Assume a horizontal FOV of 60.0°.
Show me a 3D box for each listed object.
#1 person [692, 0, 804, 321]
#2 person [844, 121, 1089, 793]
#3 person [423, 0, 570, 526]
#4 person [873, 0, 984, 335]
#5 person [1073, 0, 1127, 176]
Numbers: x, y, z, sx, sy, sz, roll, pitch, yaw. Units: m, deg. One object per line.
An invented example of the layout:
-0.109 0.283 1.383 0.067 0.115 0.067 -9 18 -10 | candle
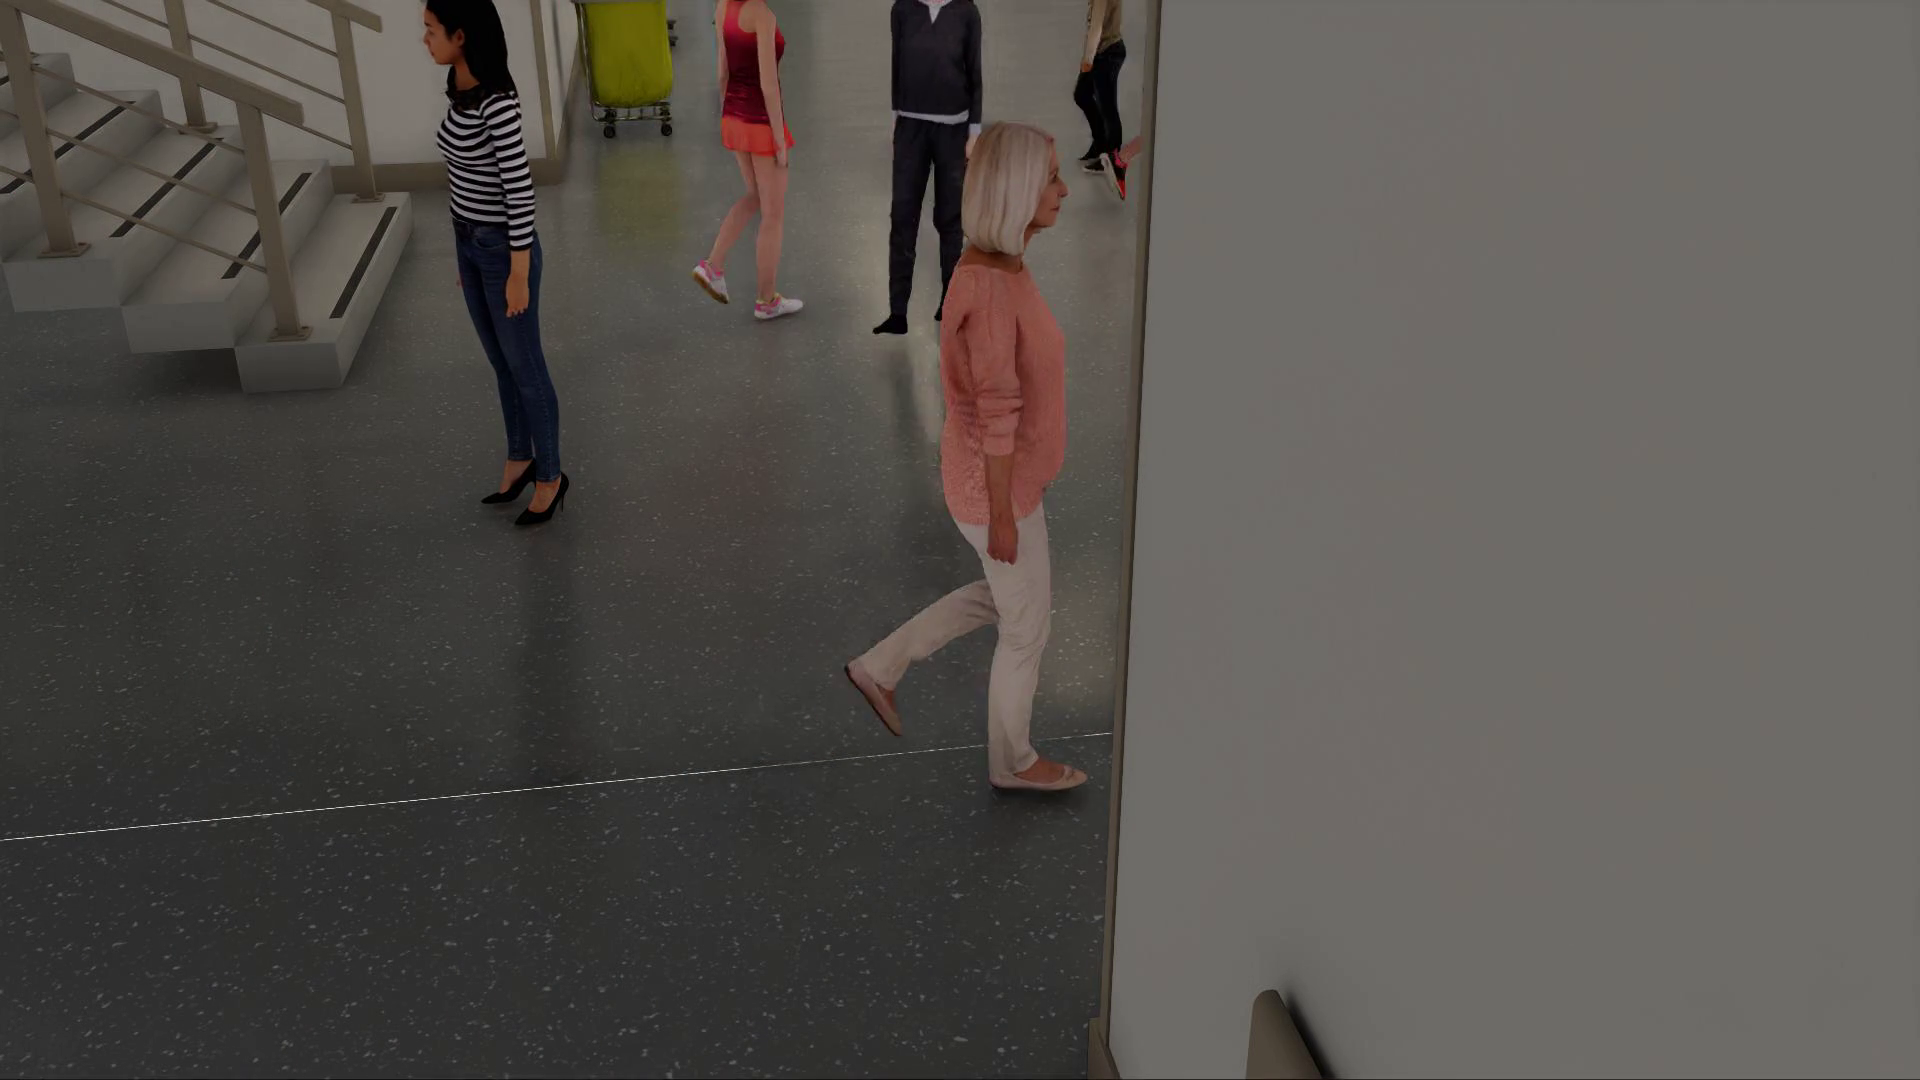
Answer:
-0.995 -1.831 7.483 0.868 1.743 0.775 -22 34 -38 | person
0.011 -0.138 4.007 0.921 1.712 0.713 1 26 2 | person
-1.517 -0.910 5.494 0.638 1.794 0.654 -18 31 -32 | person
-0.088 -1.826 7.450 0.953 1.761 0.901 7 27 14 | person
0.951 -2.967 10.171 0.578 1.453 0.585 1 26 1 | person
